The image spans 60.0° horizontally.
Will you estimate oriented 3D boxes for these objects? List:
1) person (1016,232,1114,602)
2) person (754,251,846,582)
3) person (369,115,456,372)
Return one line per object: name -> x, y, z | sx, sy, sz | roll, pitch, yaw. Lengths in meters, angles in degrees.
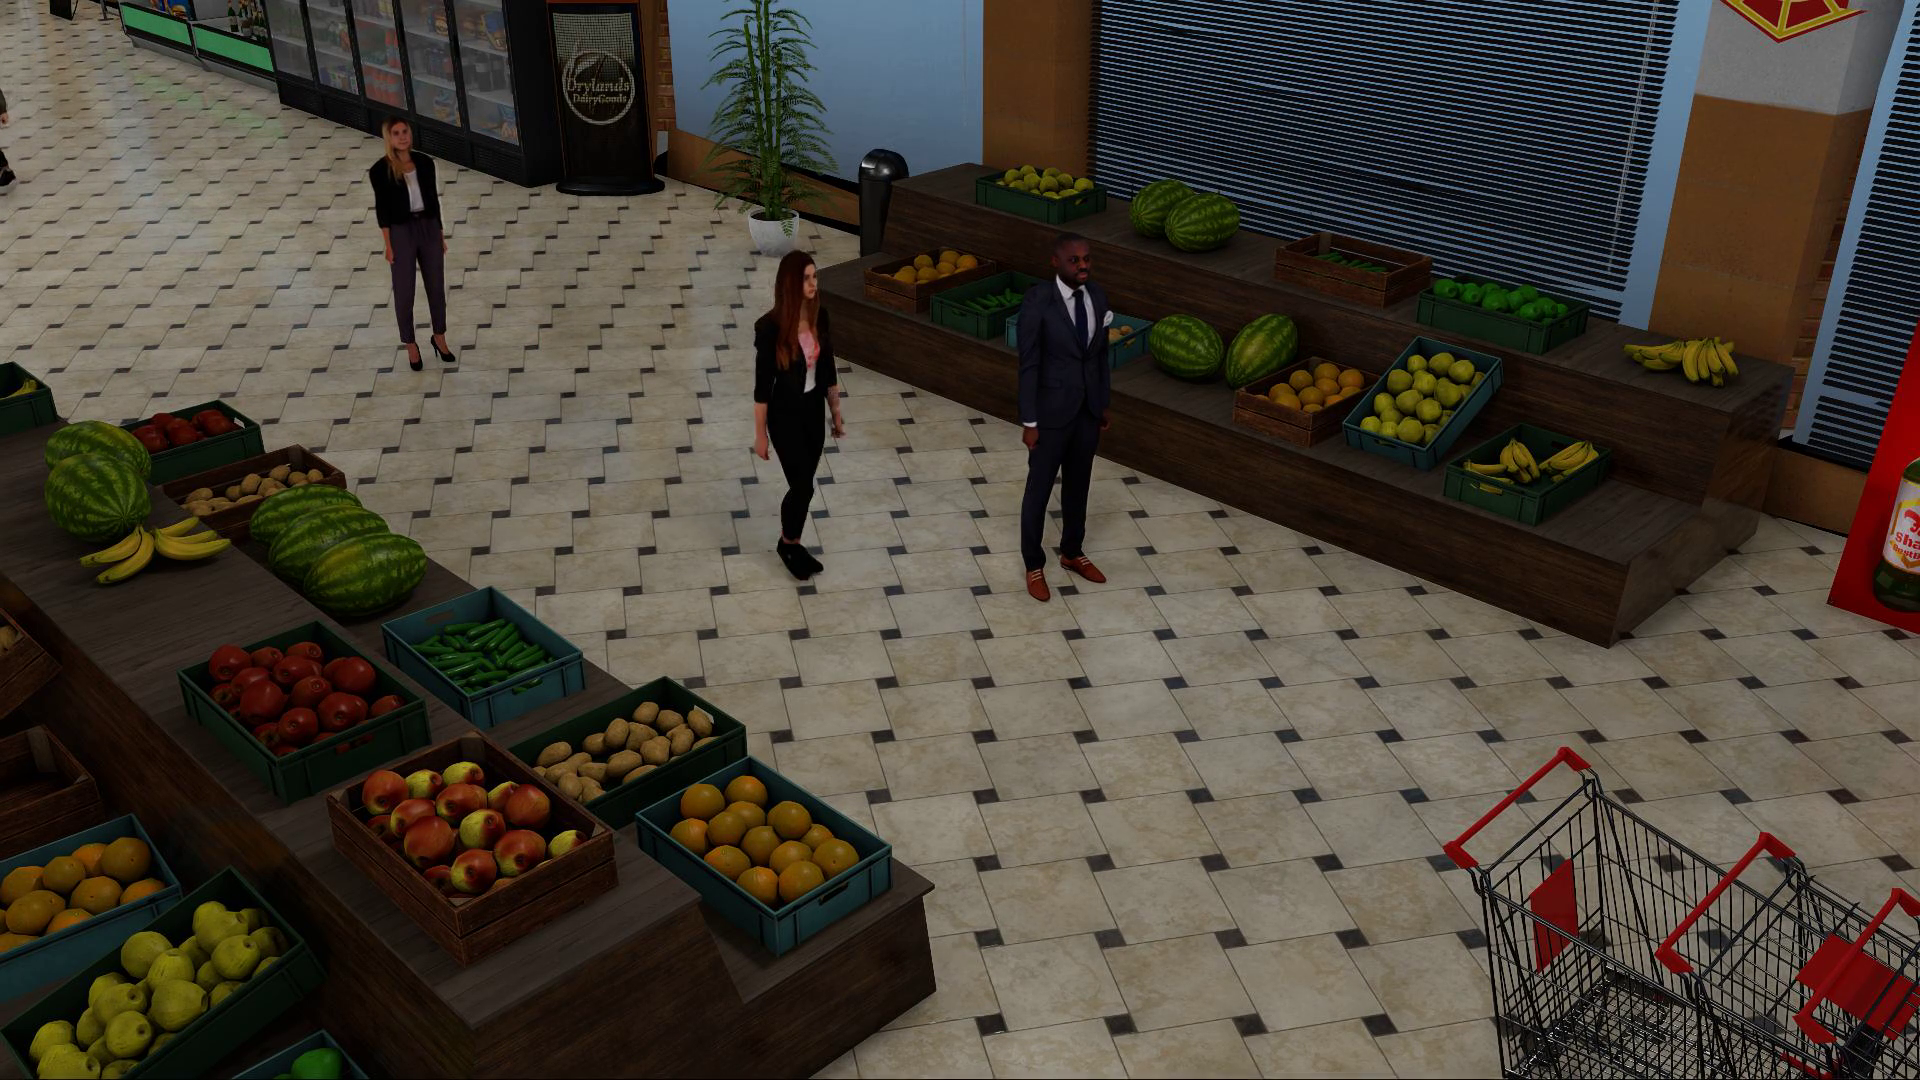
person -> 0.506, -0.627, 8.162 | 0.745, 1.824, 0.686 | -16, 31, -28
person -> -0.881, -0.630, 8.308 | 0.580, 1.699, 0.622 | 24, 36, 39
person -> -3.602, -1.960, 10.959 | 0.602, 1.672, 0.533 | -22, 34, -36
